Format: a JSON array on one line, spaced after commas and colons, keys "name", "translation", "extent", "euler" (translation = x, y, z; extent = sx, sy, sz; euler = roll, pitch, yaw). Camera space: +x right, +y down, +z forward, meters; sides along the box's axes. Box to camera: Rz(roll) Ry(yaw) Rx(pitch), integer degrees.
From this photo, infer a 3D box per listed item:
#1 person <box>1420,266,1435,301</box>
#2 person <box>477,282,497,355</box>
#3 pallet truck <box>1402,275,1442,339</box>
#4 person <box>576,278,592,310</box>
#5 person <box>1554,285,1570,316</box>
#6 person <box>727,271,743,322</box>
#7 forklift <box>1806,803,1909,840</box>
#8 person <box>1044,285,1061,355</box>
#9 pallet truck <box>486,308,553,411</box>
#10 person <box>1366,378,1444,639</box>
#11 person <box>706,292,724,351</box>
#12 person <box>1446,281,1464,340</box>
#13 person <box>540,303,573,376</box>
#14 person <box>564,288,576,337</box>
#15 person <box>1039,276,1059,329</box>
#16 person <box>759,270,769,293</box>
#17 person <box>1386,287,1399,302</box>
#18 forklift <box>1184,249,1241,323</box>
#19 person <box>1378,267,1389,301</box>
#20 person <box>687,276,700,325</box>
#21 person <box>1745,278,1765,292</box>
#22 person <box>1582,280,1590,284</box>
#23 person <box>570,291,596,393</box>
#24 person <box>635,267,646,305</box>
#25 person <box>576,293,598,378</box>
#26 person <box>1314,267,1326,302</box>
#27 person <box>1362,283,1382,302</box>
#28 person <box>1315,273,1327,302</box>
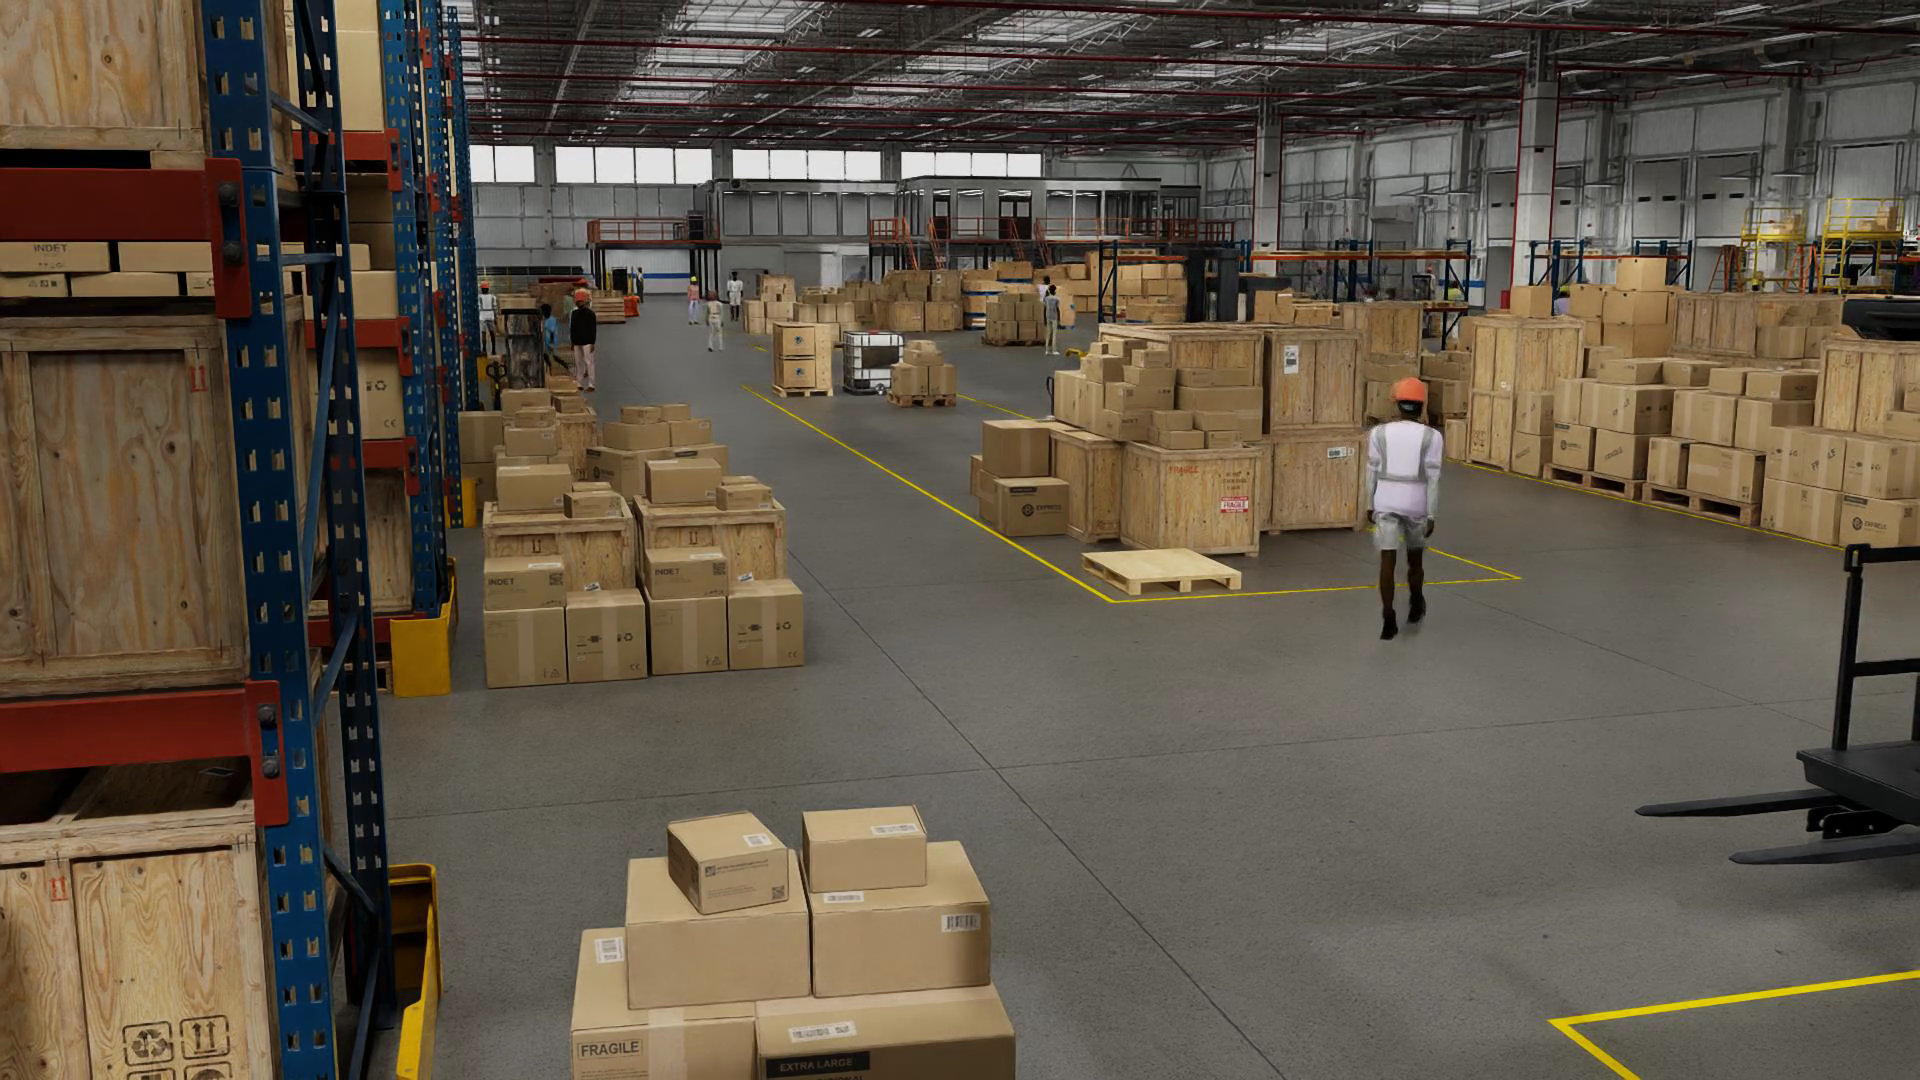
[{"name": "person", "translation": [21.088, -11.336, 74.939], "extent": [0.617, 1.968, 0.677], "euler": [0, 10, 1]}, {"name": "person", "translation": [-12.549, -5.868, 44.070], "extent": [0.550, 1.937, 0.357], "euler": [-6, 12, -31]}, {"name": "pallet truck", "translation": [14.620, -7.324, 52.145], "extent": [0.823, 1.965, 1.885], "euler": [8, 13, 40]}, {"name": "person", "translation": [-11.475, -7.036, 50.828], "extent": [0.597, 1.887, 0.486], "euler": [3, 11, 18]}, {"name": "person", "translation": [15.547, -5.614, 42.841], "extent": [0.599, 1.886, 1.011], "euler": [-1, 10, -8]}, {"name": "person", "translation": [-8.489, -9.180, 62.811], "extent": [0.608, 1.947, 0.584], "euler": [-1, 10, -7]}, {"name": "forklift", "translation": [5.153, 0.111, 7.547], "extent": [1.873, 2.768, 1.129], "euler": [-3, 10, -15]}, {"name": "person", "translation": [2.453, -5.829, 44.080], "extent": [0.509, 1.860, 0.333], "euler": [7, 12, 34]}, {"name": "pallet truck", "translation": [-6.242, -2.418, 24.362], "extent": [0.823, 1.965, 1.885], "euler": [1, 10, 3]}, {"name": "person", "translation": [3.317, -0.260, 12.428], "extent": [0.565, 1.885, 0.968], "euler": [4, 11, 21]}, {"name": "person", "translation": [-6.733, -5.995, 45.705], "extent": [0.530, 1.618, 0.689], "euler": [3, 10, 14]}, {"name": "person", "translation": [15.183, -7.042, 51.050], "extent": [0.451, 1.819, 0.645], "euler": [-7, 12, -35]}, {"name": "person", "translation": [-8.662, -4.214, 35.453], "extent": [0.647, 1.668, 0.546], "euler": [-7, 12, -34]}, {"name": "person", "translation": [-12.121, -7.087, 51.987], "extent": [0.522, 1.587, 0.860], "euler": [-7, 12, -35]}, {"name": "person", "translation": [2.945, -7.919, 55.878], "extent": [1.001, 1.862, 0.622], "euler": [-5, 11, -26]}, {"name": "person", "translation": [-8.097, -10.359, 69.672], "extent": [0.626, 1.868, 0.973], "euler": [-1, 10, -3]}, {"name": "person", "translation": [10.387, -5.082, 39.735], "extent": [0.963, 1.910, 0.635], "euler": [-2, 10, -9]}, {"name": "forklift", "translation": [3.580, -2.773, 23.878], "extent": [1.873, 2.768, 1.129], "euler": [-5, 11, -27]}, {"name": "person", "translation": [20.305, -12.169, 79.872], "extent": [0.628, 1.903, 0.991], "euler": [-4, 11, -19]}, {"name": "person", "translation": [-9.790, -8.801, 61.160], "extent": [0.315, 1.770, 0.524], "euler": [9, 13, 42]}, {"name": "person", "translation": [23.891, -6.913, 50.052], "extent": [0.624, 1.905, 0.528], "euler": [4, 11, 23]}, {"name": "person", "translation": [17.979, -6.554, 48.125], "extent": [1.012, 1.905, 0.638], "euler": [-2, 10, -9]}, {"name": "person", "translation": [-7.413, -3.881, 32.661], "extent": [0.612, 1.993, 0.390], "euler": [5, 11, 28]}, {"name": "person", "translation": [-15.750, -12.494, 81.868], "extent": [0.504, 1.840, 0.345], "euler": [7, 12, 36]}, {"name": "person", "translation": [-8.102, -4.465, 36.329], "extent": [0.653, 1.860, 0.600], "euler": [-6, 12, -31]}, {"name": "person", "translation": [16.990, -11.967, 78.751], "extent": [0.988, 1.882, 0.568], "euler": [4, 11, 22]}, {"name": "person", "translation": [9.632, -5.021, 38.981], "extent": [0.540, 2.000, 0.711], "euler": [0, 10, 0]}, {"name": "person", "translation": [17.207, -12.065, 79.476], "extent": [0.431, 1.836, 0.619], "euler": [-10, 14, -43]}]
